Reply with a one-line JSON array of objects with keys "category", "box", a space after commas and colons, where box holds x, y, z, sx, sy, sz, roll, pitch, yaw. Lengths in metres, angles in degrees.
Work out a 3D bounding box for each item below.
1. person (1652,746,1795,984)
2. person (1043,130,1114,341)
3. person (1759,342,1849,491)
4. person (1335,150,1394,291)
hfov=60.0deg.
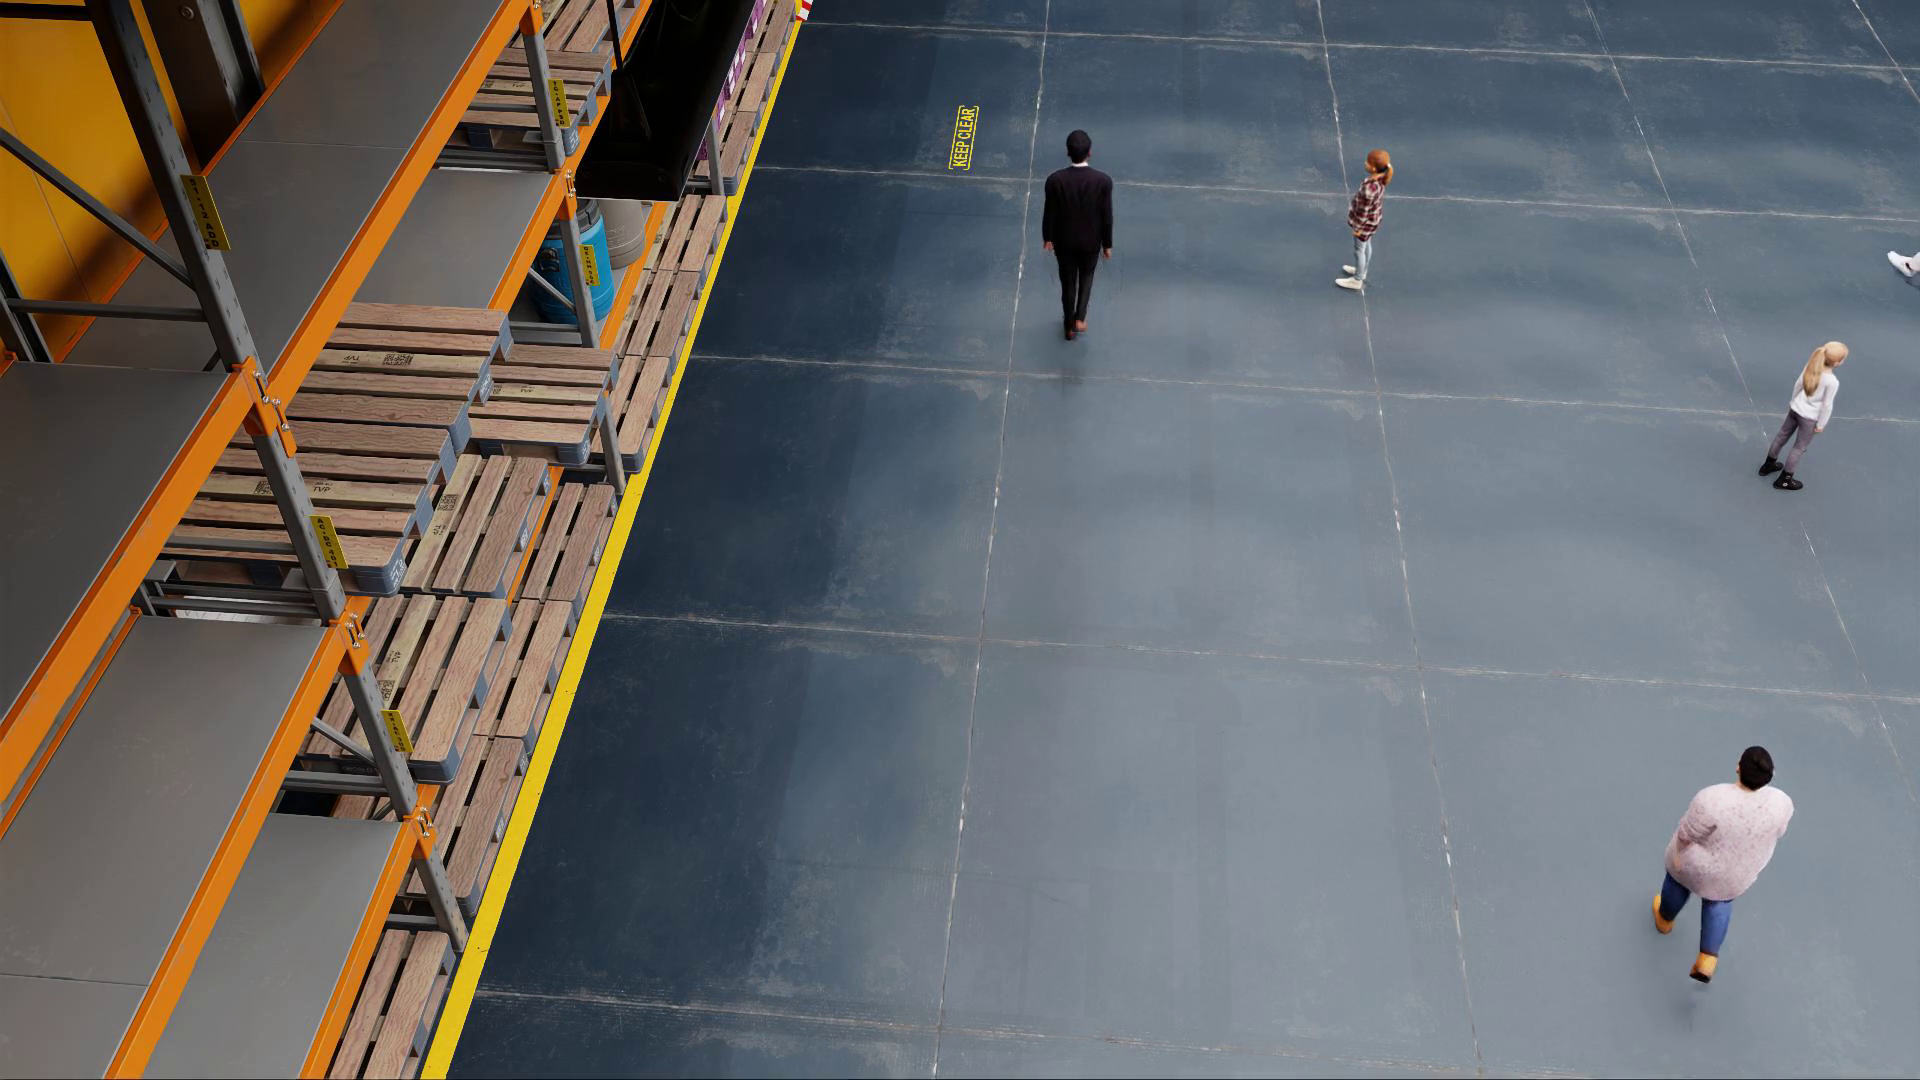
[{"category": "person", "box": [4.175, 1.777, 9.126, 0.761, 1.729, 0.974, 8, 44, 8]}, {"category": "person", "box": [0.939, -2.380, 13.386, 0.722, 1.873, 0.634, 3, 44, 3]}, {"category": "person", "box": [6.254, -0.940, 12.306, 0.622, 1.278, 0.523, -12, 45, -12]}, {"category": "person", "box": [3.474, -2.740, 14.175, 0.669, 1.305, 0.574, 22, 48, 22]}]
